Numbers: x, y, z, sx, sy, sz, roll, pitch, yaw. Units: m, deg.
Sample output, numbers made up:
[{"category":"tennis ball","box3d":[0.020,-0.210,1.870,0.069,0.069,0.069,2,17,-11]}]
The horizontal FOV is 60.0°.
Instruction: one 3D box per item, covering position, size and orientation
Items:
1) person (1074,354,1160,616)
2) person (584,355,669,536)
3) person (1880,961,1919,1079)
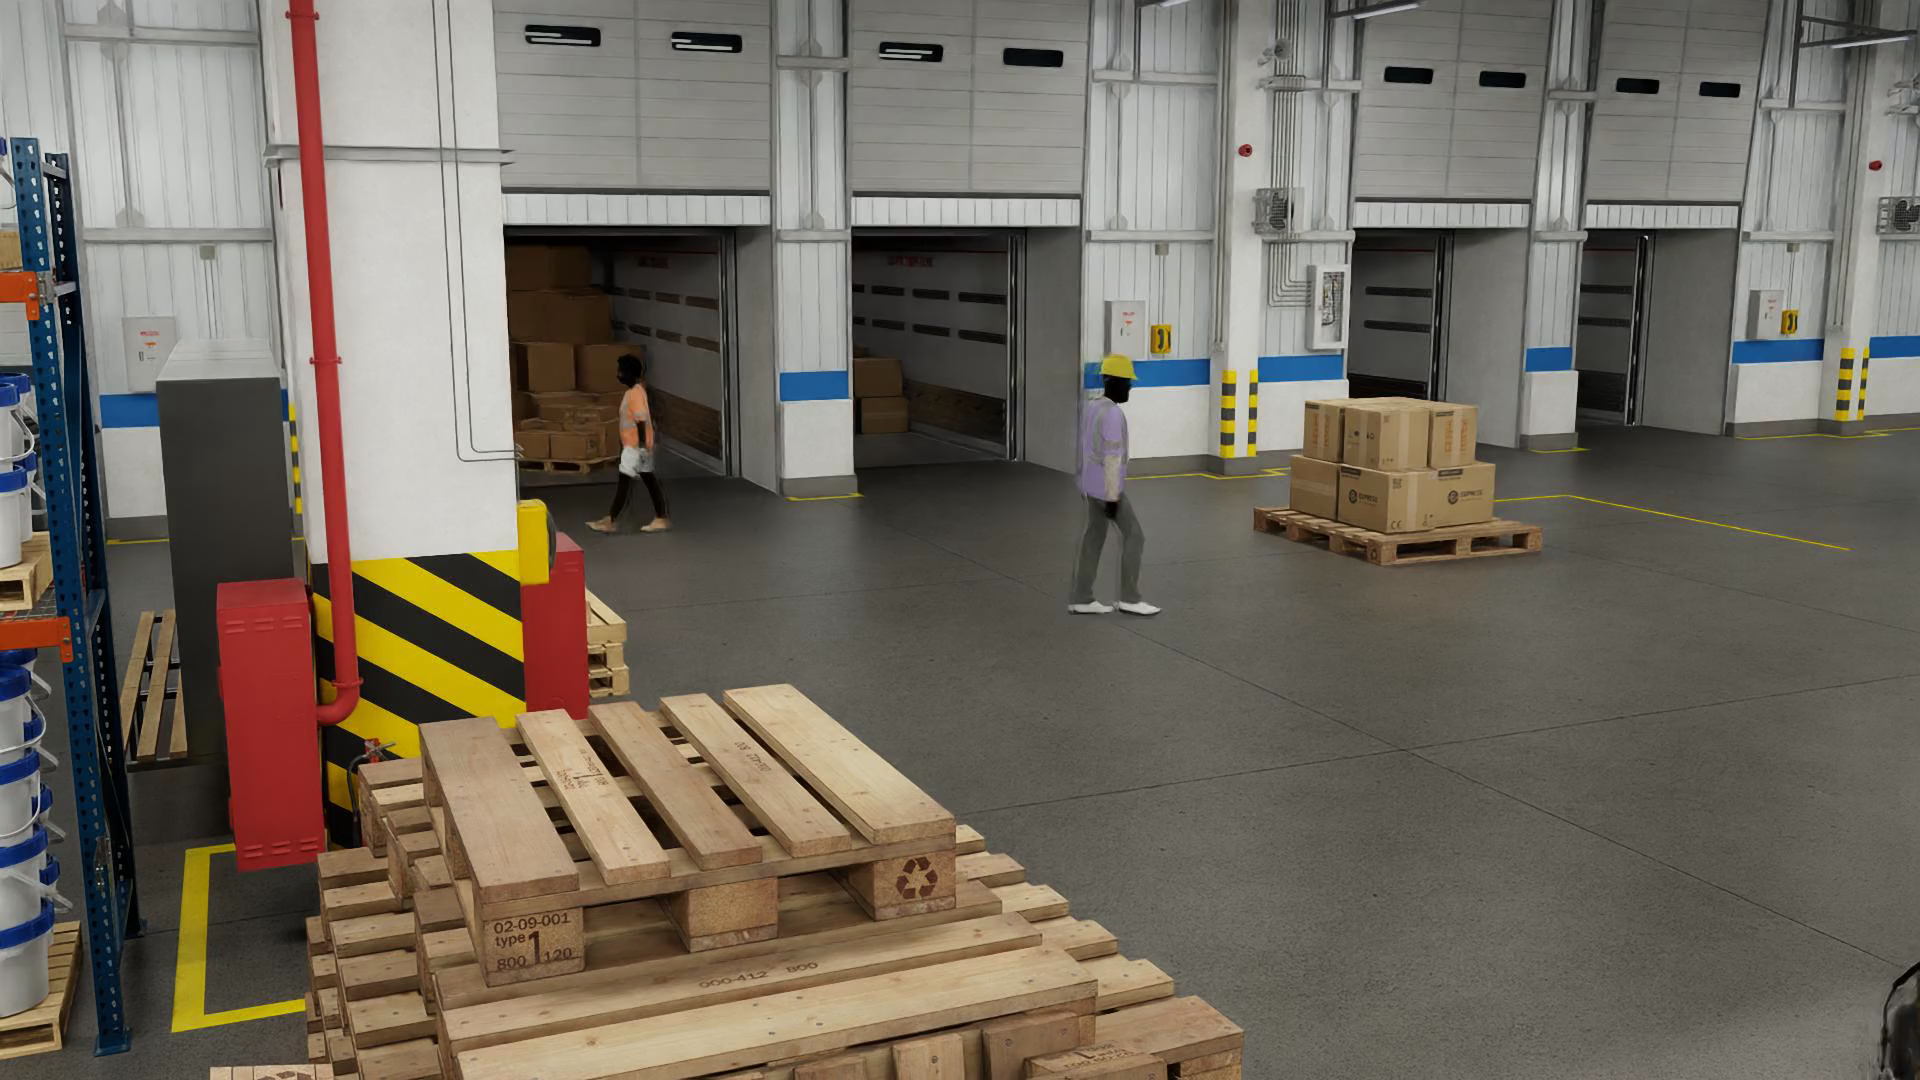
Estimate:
[{"category":"person","box3d":[1.159,-0.390,12.020,0.741,1.898,0.602,-2,10,-11]},{"category":"person","box3d":[-3.084,-0.863,15.283,0.825,1.655,0.554,-2,11,-12]},{"category":"person","box3d":[1.285,1.436,2.118,0.701,1.858,1.058,5,12,27]}]
